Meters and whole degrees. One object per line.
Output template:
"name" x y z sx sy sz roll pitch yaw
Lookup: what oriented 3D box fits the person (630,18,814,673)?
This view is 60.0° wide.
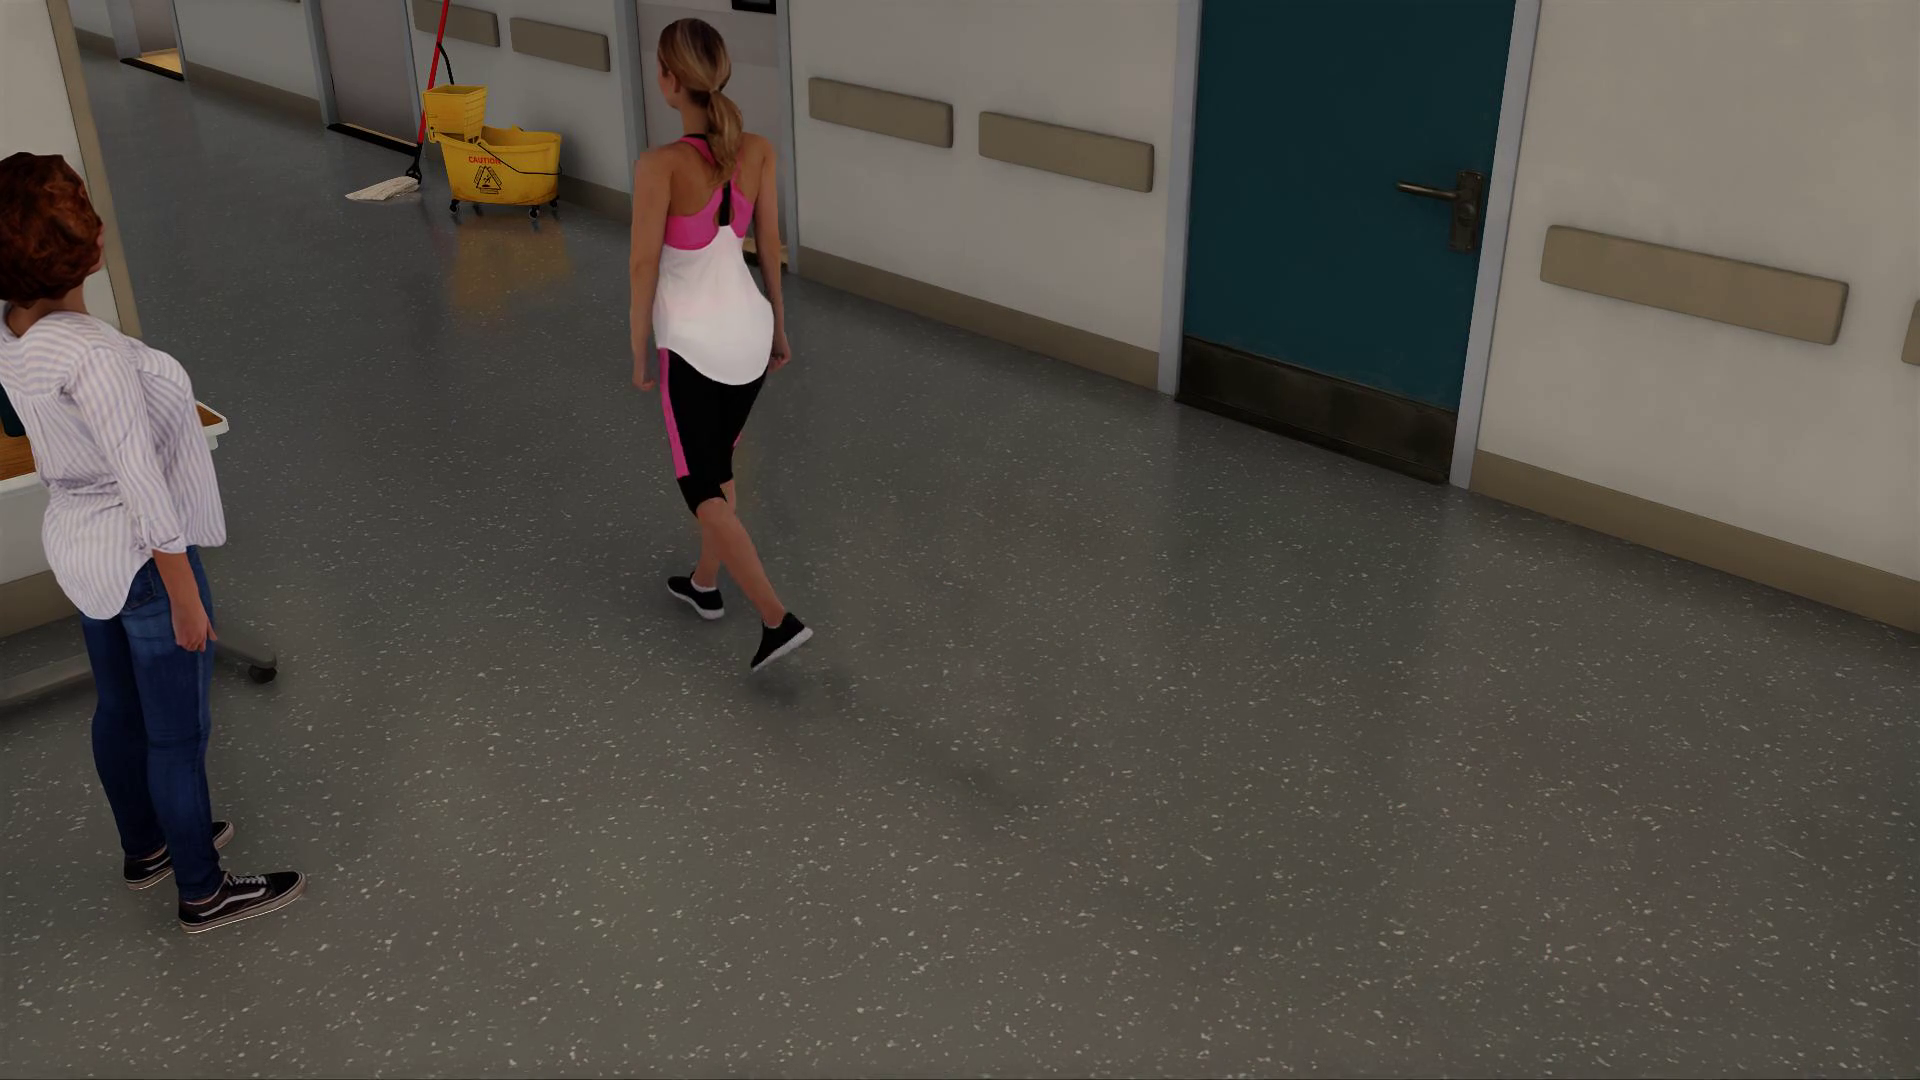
"person" -0.630 -0.464 4.489 0.647 1.763 1.033 -22 33 -38

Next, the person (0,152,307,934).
"person" -1.783 0.034 3.514 0.555 1.713 0.703 21 33 36
